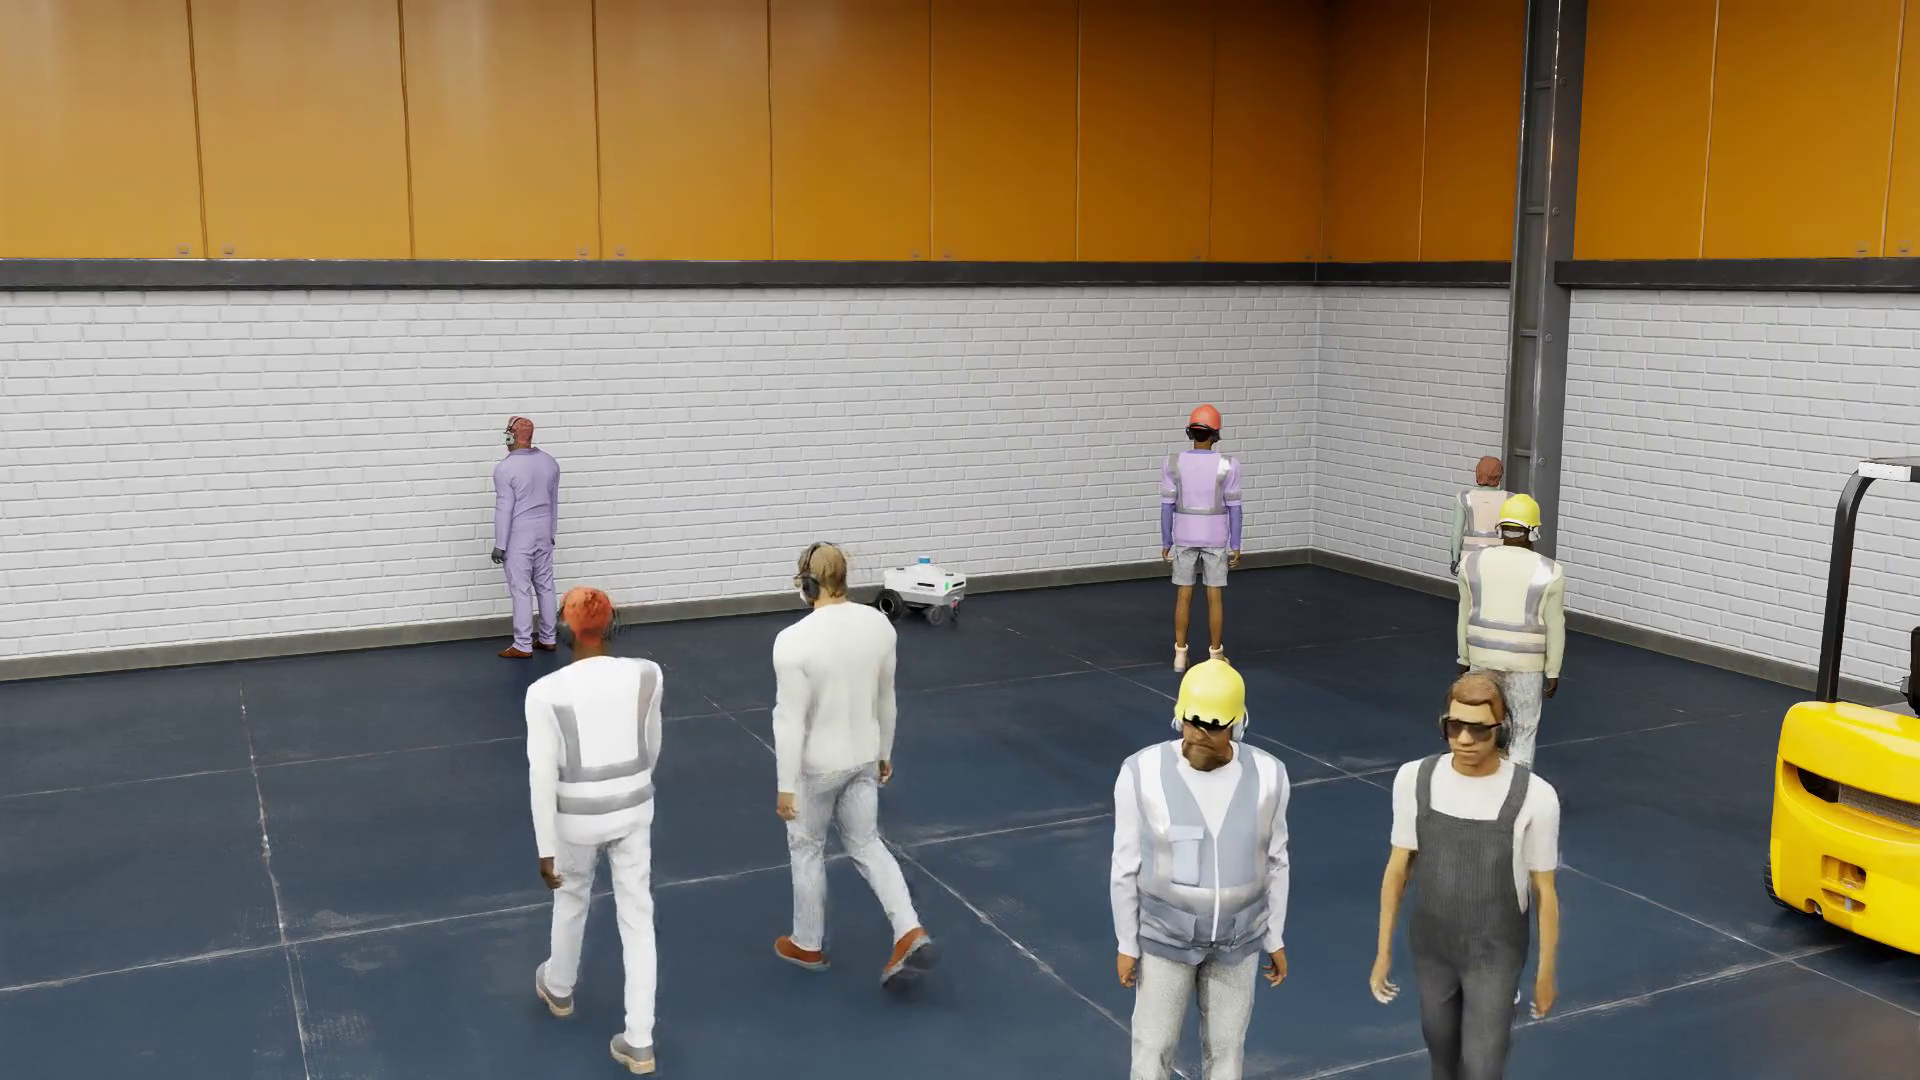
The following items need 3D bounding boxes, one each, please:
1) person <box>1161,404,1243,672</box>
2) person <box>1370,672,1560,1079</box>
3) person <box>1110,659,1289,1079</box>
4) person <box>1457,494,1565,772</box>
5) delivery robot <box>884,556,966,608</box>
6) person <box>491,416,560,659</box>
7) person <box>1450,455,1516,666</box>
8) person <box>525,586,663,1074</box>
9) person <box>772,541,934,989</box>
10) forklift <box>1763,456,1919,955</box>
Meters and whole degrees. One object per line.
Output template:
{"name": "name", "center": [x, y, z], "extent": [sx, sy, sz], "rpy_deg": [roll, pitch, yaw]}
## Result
{"name": "person", "center": [1.828, -0.005, 12.592], "extent": [0.614, 2.042, 0.373], "rpy_deg": [3, 10, 16]}
{"name": "person", "center": [1.534, 1.302, 5.124], "extent": [0.527, 1.828, 0.534], "rpy_deg": [7, 11, 37]}
{"name": "person", "center": [0.777, 1.270, 5.354], "extent": [0.588, 1.827, 0.404], "rpy_deg": [-1, 9, -6]}
{"name": "person", "center": [3.042, 0.654, 9.203], "extent": [0.586, 1.824, 0.404], "rpy_deg": [6, 11, 33]}
{"name": "delivery robot", "center": [-0.307, 0.382, 14.507], "extent": [0.707, 0.478, 0.477], "rpy_deg": [6, 11, 32]}
{"name": "person", "center": [-3.443, -0.020, 13.108], "extent": [0.407, 1.910, 0.639], "rpy_deg": [5, 11, 30]}
{"name": "person", "center": [4.014, 0.176, 12.718], "extent": [0.523, 1.638, 0.311], "rpy_deg": [2, 9, 14]}
{"name": "person", "center": [-1.422, 1.084, 6.503], "extent": [0.561, 1.832, 0.959], "rpy_deg": [-5, 10, -28]}
{"name": "person", "center": [-0.466, 0.962, 7.049], "extent": [0.664, 1.909, 0.844], "rpy_deg": [-8, 12, -42]}
{"name": "forklift", "center": [4.857, 0.731, 7.561], "extent": [2.313, 2.155, 1.214], "rpy_deg": [-4, 10, -25]}
